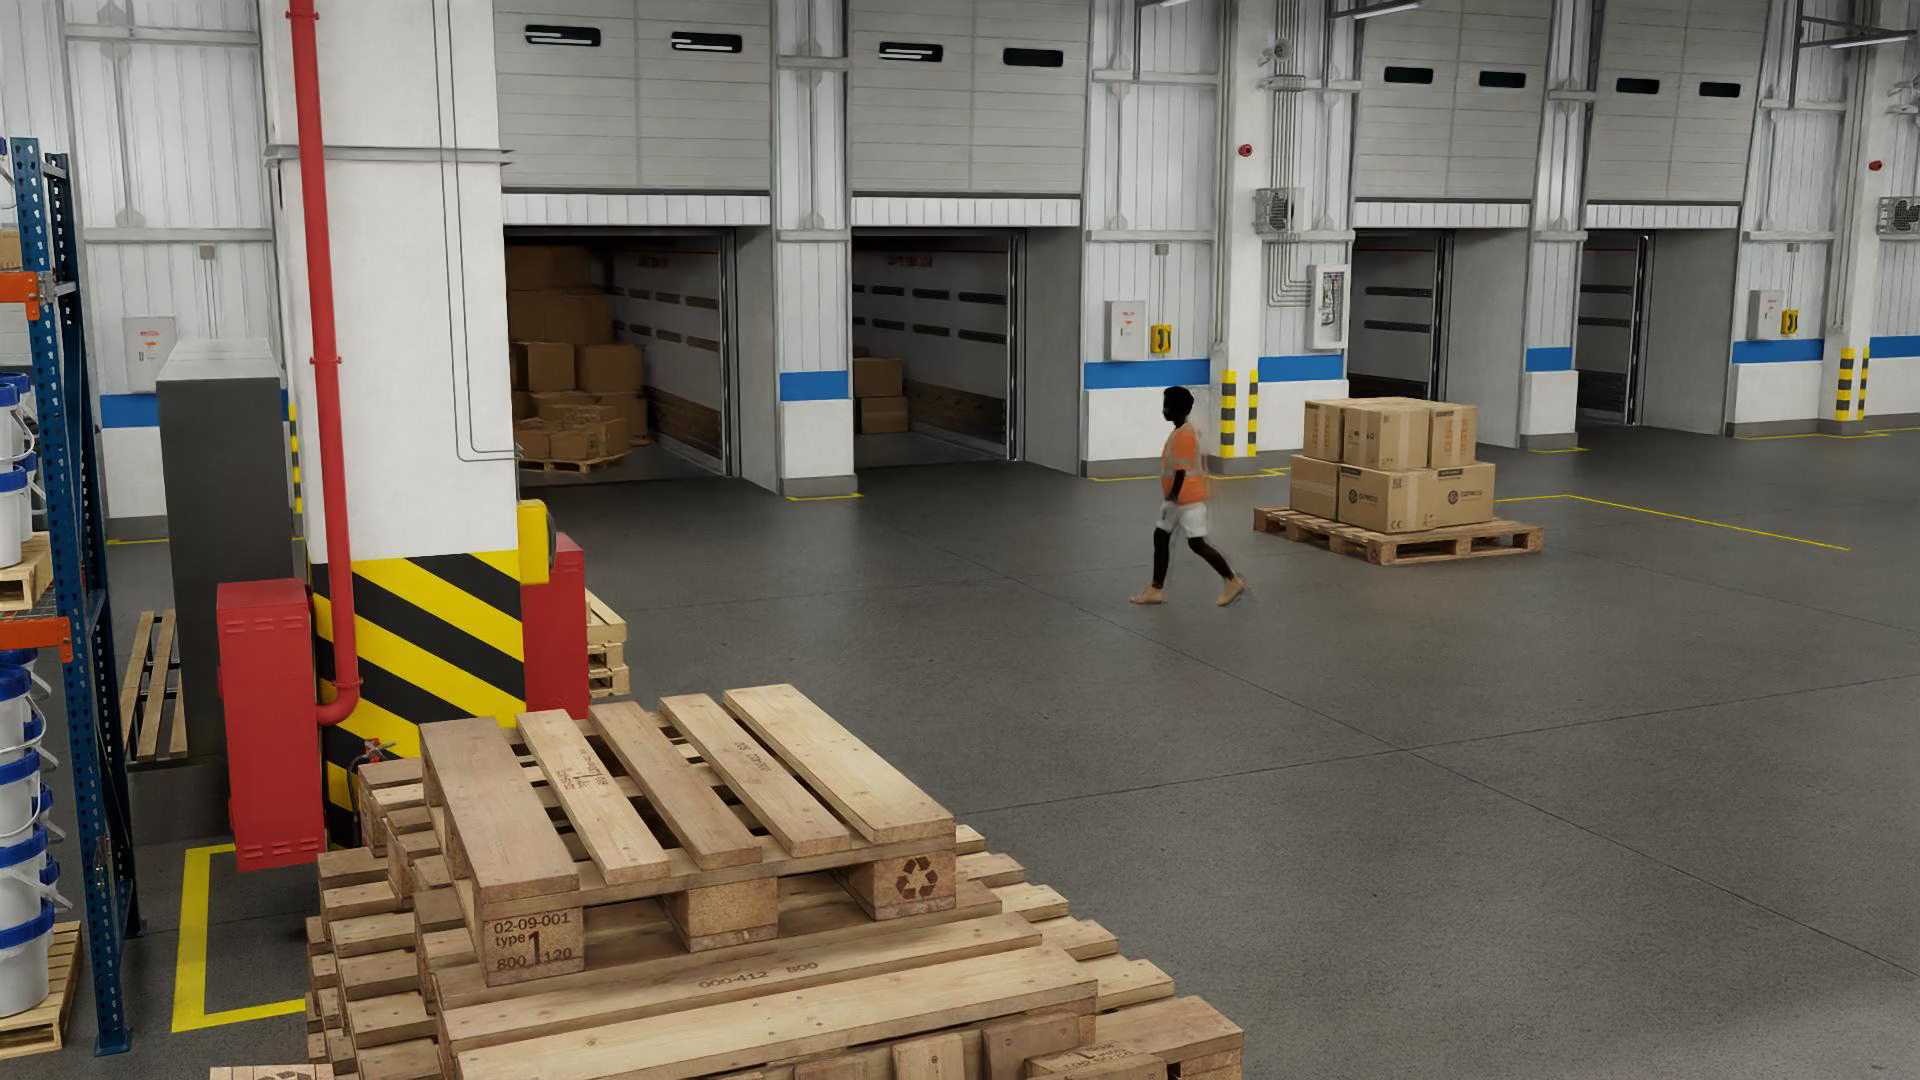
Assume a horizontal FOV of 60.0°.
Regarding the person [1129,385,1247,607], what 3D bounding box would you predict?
[{"bbox_3d":[1.717,-0.316,12.291,0.812,1.661,0.530,-1,10,-5],"label":"person"}]
